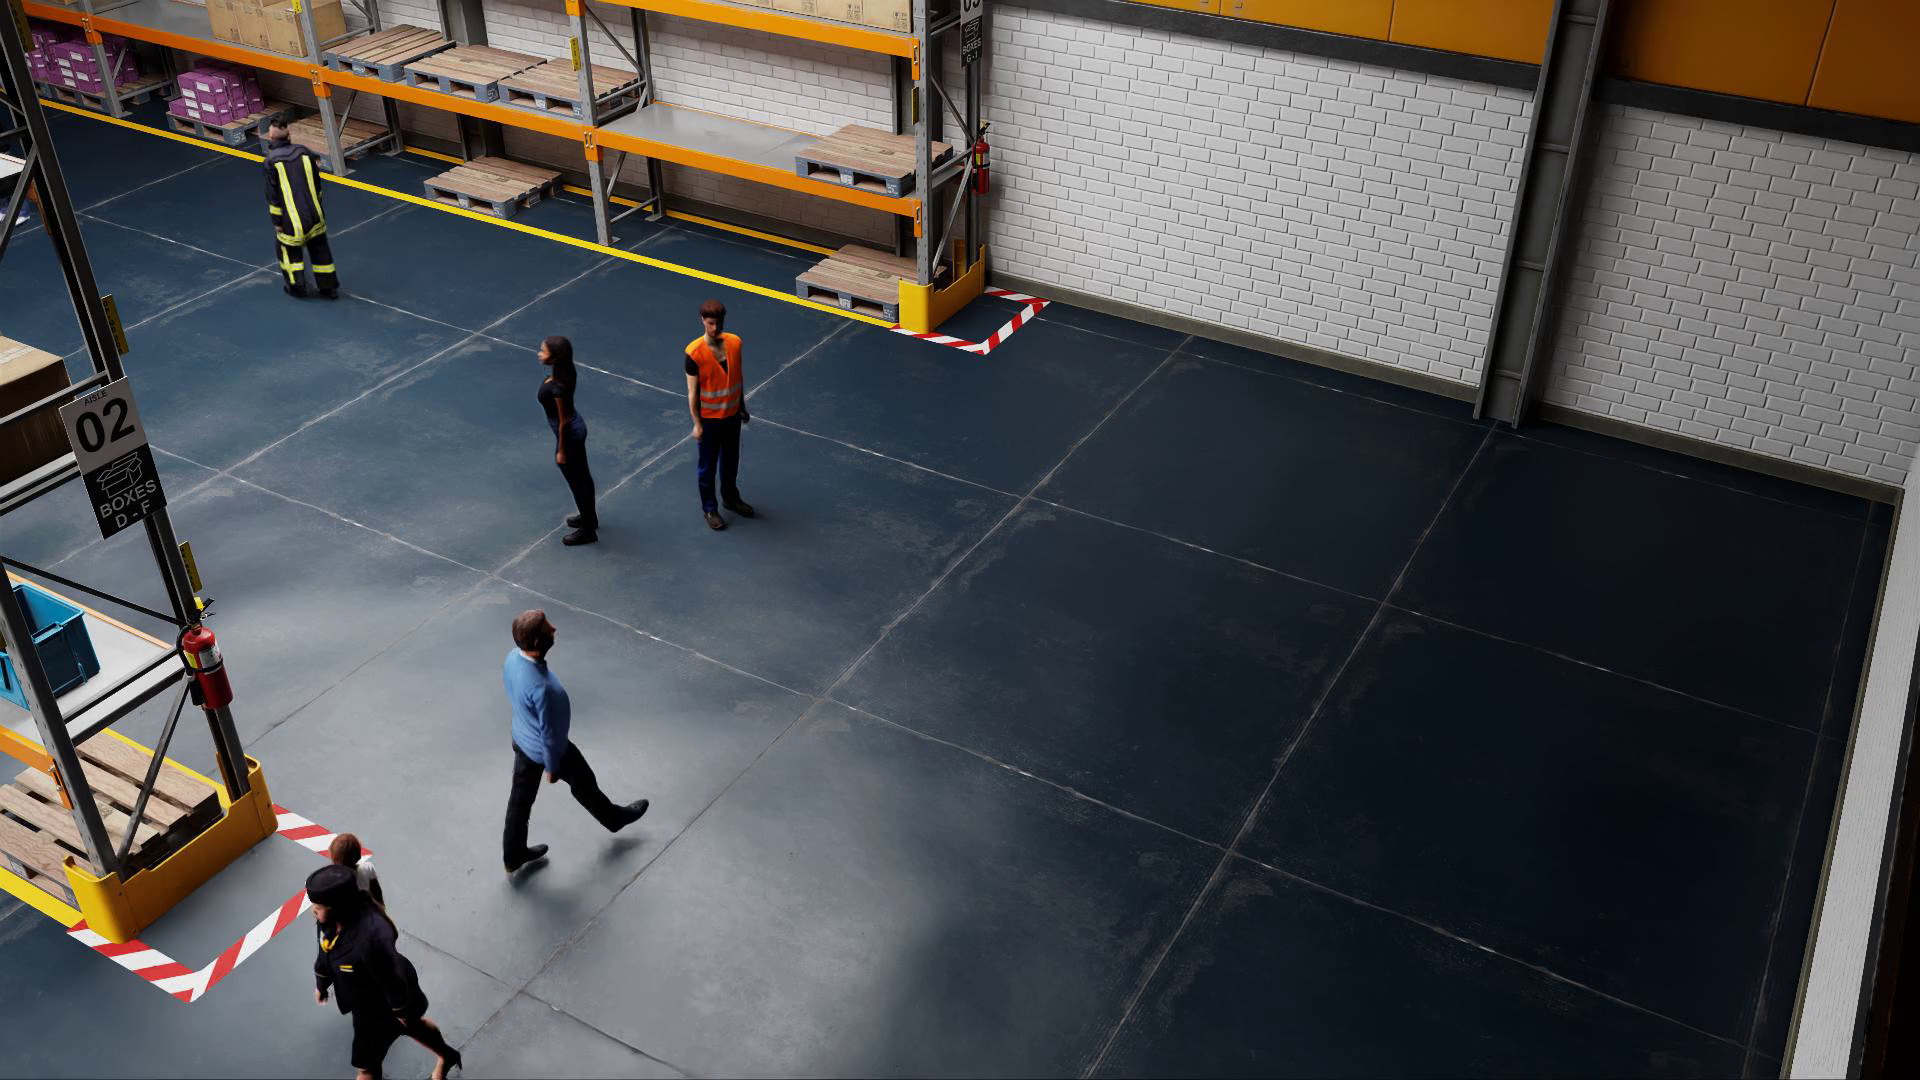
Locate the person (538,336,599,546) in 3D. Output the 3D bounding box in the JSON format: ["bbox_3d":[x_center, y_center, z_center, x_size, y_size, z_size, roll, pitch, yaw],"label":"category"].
[{"bbox_3d":[-2.962,-0.770,12.647,0.677,1.736,0.650,-1,34,-1],"label":"person"}]

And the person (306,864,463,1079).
[{"bbox_3d":[-2.803,2.216,8.254,0.966,1.626,1.080,-27,42,-34],"label":"person"}]

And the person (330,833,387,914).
[{"bbox_3d":[-3.292,2.032,9.090,0.662,1.008,0.728,-9,35,-13],"label":"person"}]

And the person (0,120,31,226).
[{"bbox_3d":[-10.342,-4.195,17.818,0.546,1.717,0.703,25,41,32],"label":"person"}]

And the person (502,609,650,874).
[{"bbox_3d":[-2.499,1.205,9.652,1.028,1.762,1.192,-23,40,-31],"label":"person"}]

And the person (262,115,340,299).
[{"bbox_3d":[-6.405,-3.194,16.192,0.856,1.849,0.828,23,40,31],"label":"person"}]

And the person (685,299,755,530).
[{"bbox_3d":[-1.881,-1.002,12.865,0.753,1.881,0.740,-26,42,-34],"label":"person"}]
